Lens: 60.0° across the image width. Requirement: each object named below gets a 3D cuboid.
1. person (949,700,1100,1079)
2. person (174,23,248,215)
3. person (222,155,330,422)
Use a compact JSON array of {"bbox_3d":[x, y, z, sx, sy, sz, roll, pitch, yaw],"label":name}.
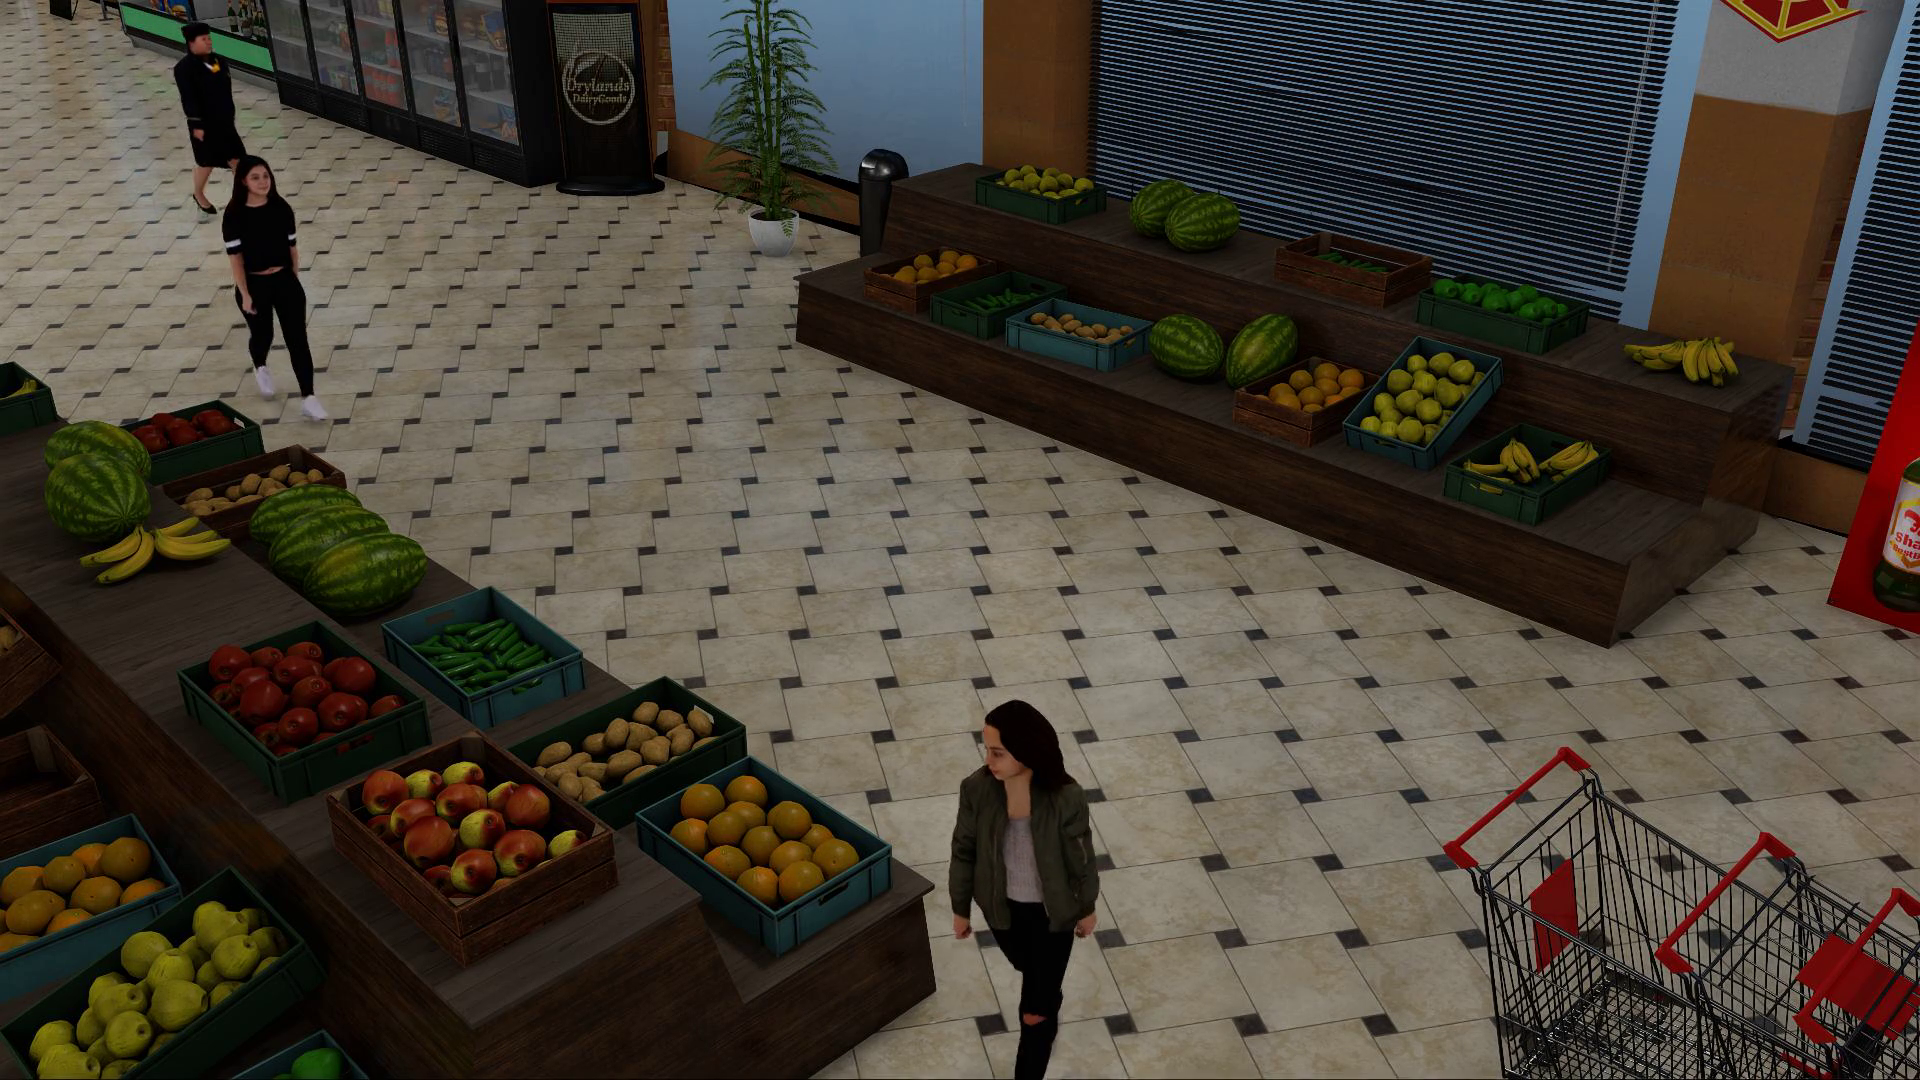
[{"bbox_3d":[0.229,1.106,5.177,1.049,1.434,0.945,9,28,17],"label":"person"},{"bbox_3d":[-6.335,-3.469,13.978,1.159,1.632,0.881,14,30,26],"label":"person"},{"bbox_3d":[-4.283,-1.546,10.220,0.654,1.602,1.122,-21,34,-35],"label":"person"}]
